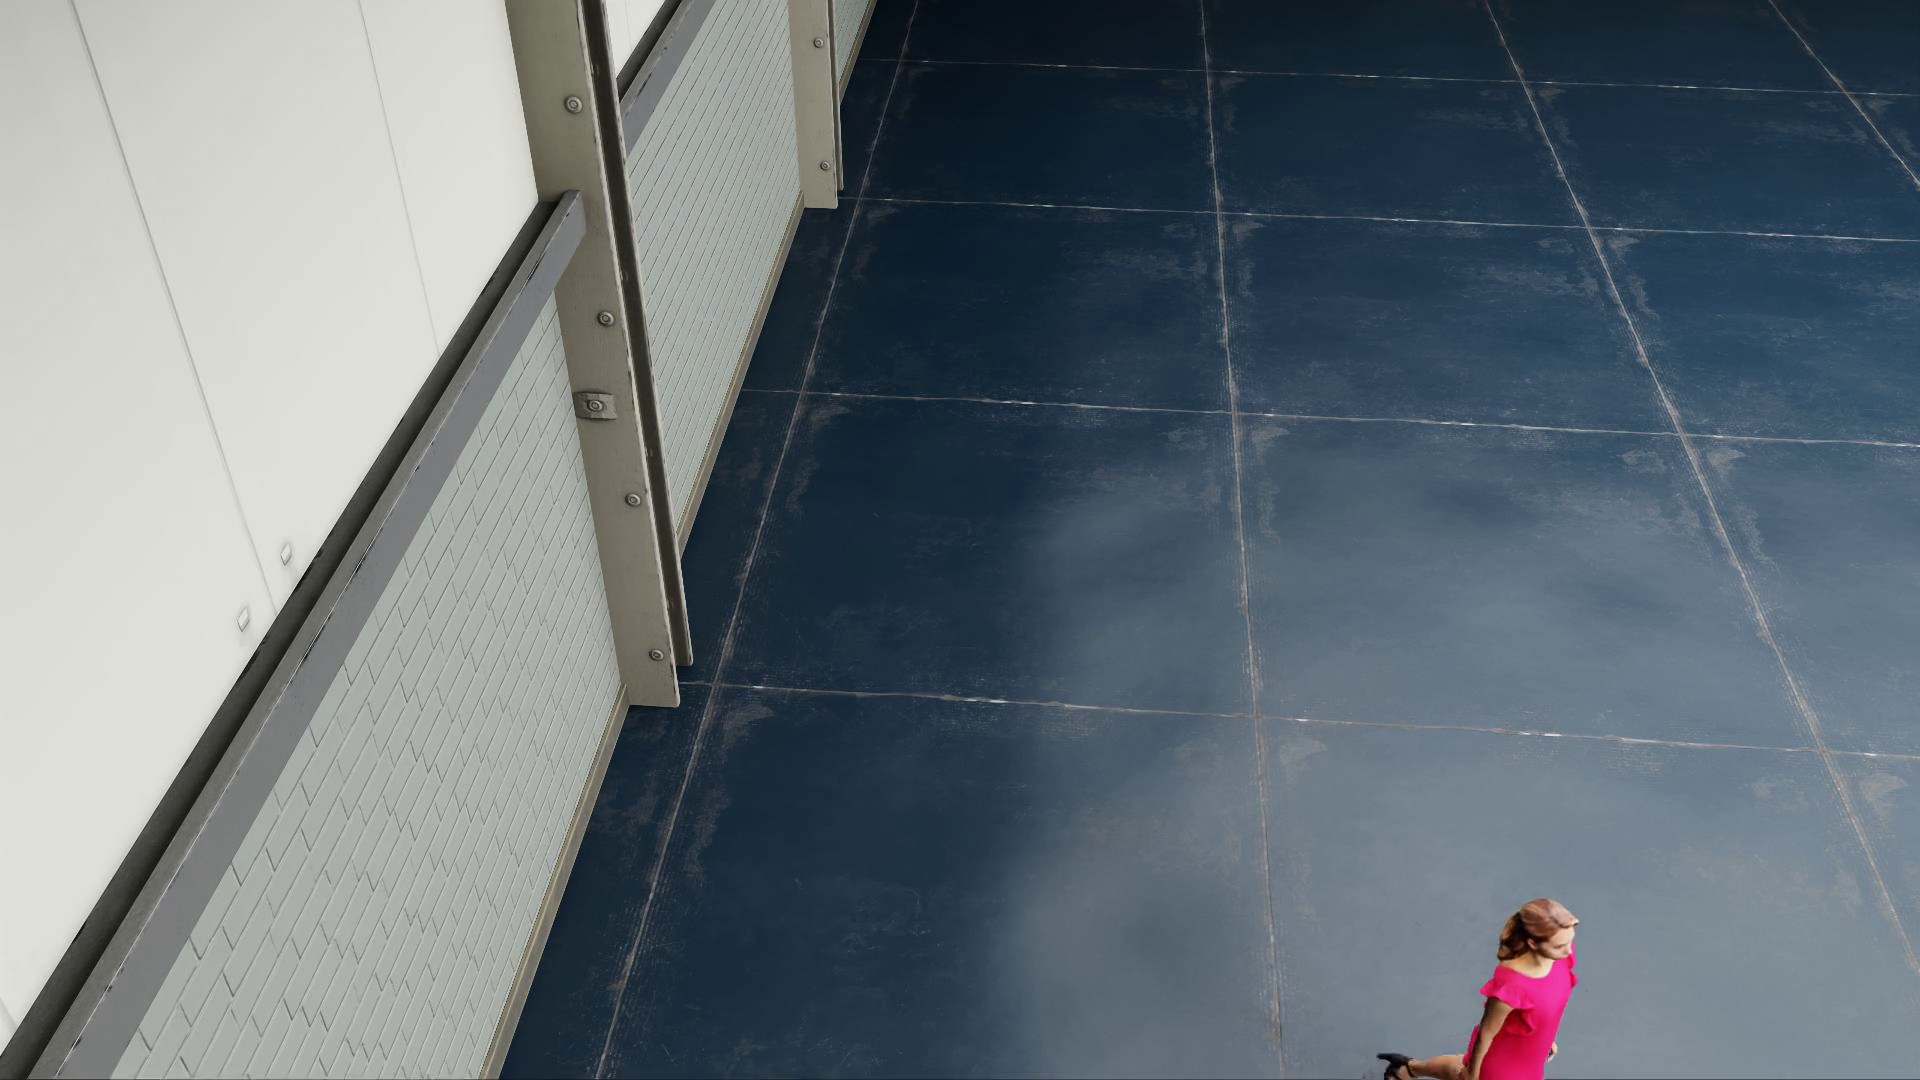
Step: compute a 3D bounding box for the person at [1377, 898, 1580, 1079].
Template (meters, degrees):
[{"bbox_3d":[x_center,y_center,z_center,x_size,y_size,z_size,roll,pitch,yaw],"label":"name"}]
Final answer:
[{"bbox_3d":[2.062,1.923,6.480,1.022,1.697,1.007,31,48,34],"label":"person"}]
